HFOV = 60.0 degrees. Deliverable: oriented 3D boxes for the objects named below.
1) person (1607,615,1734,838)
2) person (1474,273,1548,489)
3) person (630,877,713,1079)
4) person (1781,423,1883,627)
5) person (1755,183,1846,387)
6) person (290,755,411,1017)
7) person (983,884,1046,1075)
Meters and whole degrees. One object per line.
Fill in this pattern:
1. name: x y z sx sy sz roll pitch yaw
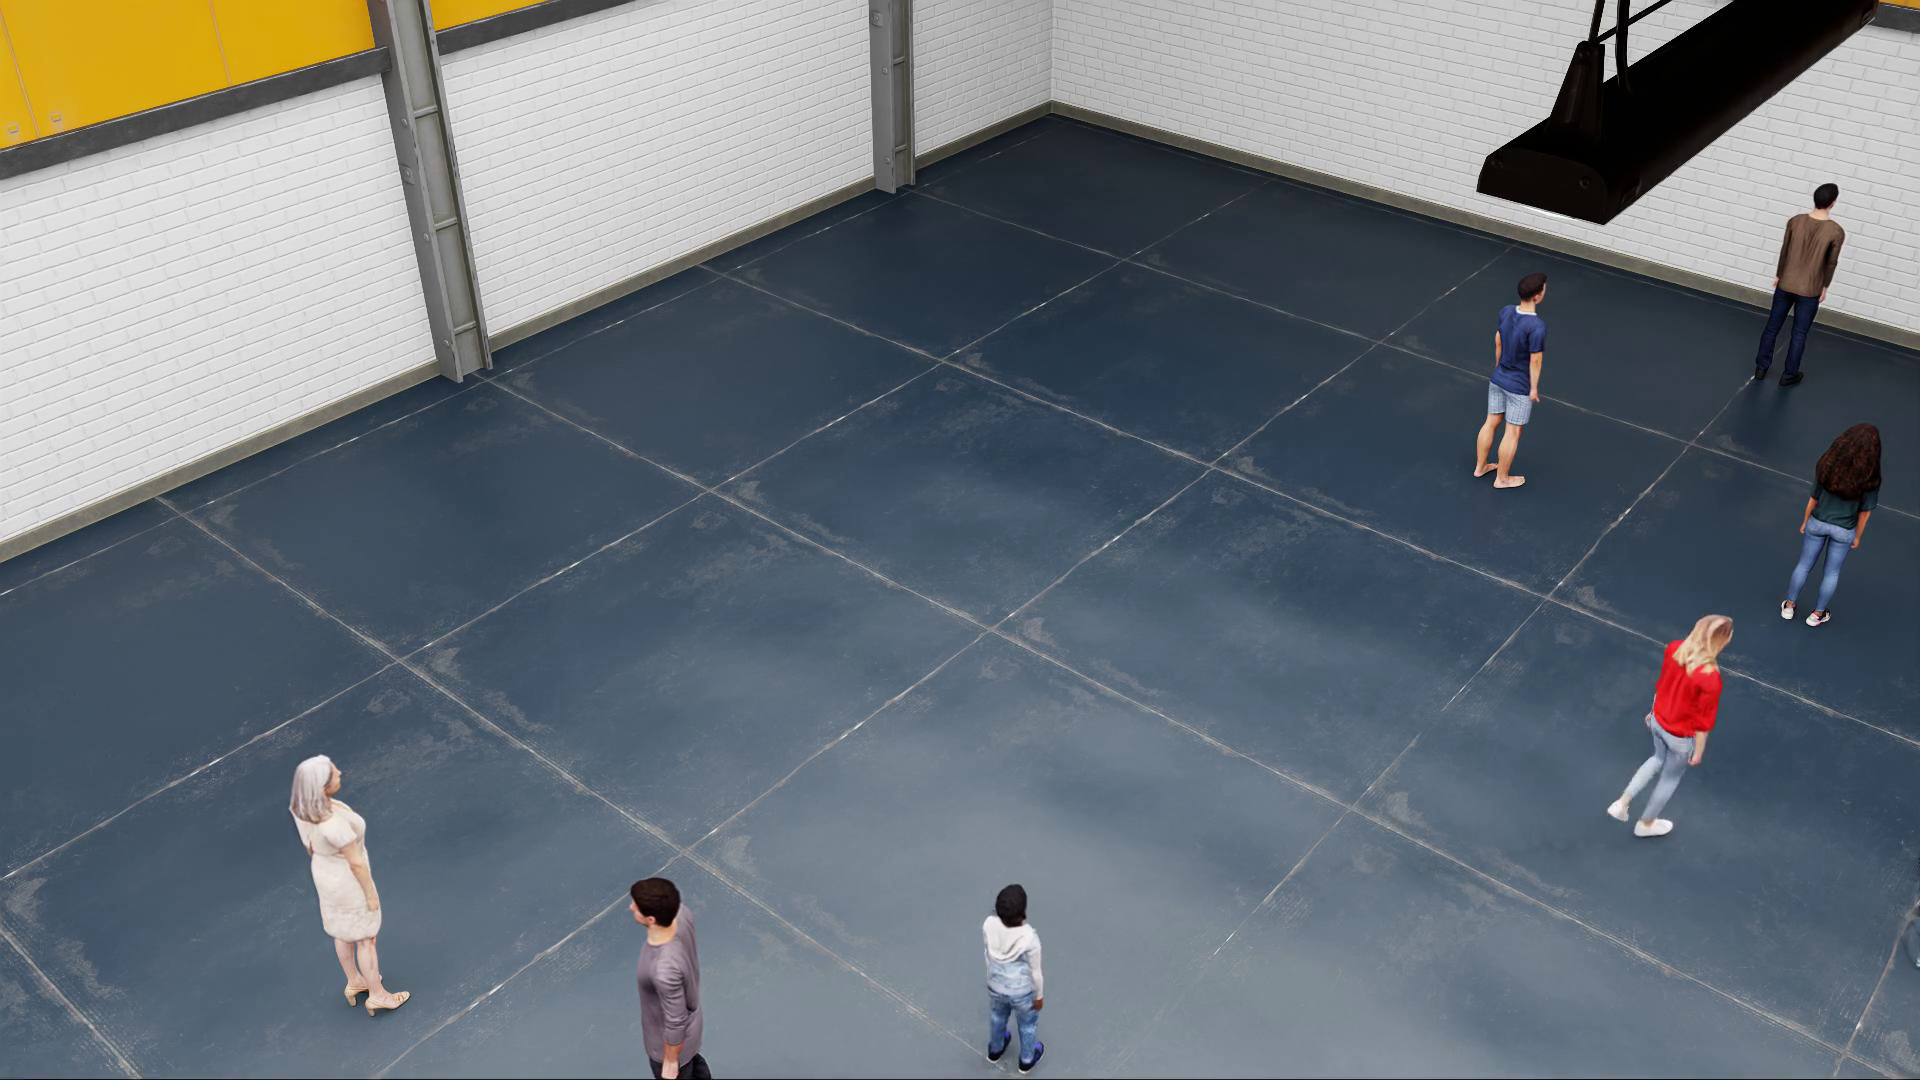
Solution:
1. person: 4.193 1.145 9.909 0.851 1.686 0.791 -10 35 -14
2. person: 4.464 -1.286 13.419 0.675 1.850 0.689 -18 37 -24
3. person: -1.369 2.320 7.993 0.799 1.852 0.723 -1 34 -2
4. person: 6.224 -0.111 11.862 0.598 1.617 0.591 23 40 30
5. person: 7.522 -2.288 14.892 0.658 1.888 0.585 28 42 35
6. person: -3.264 1.837 8.824 0.612 1.735 0.560 21 39 29
7. person: 0.253 2.274 8.599 0.533 1.257 0.563 16 37 23
